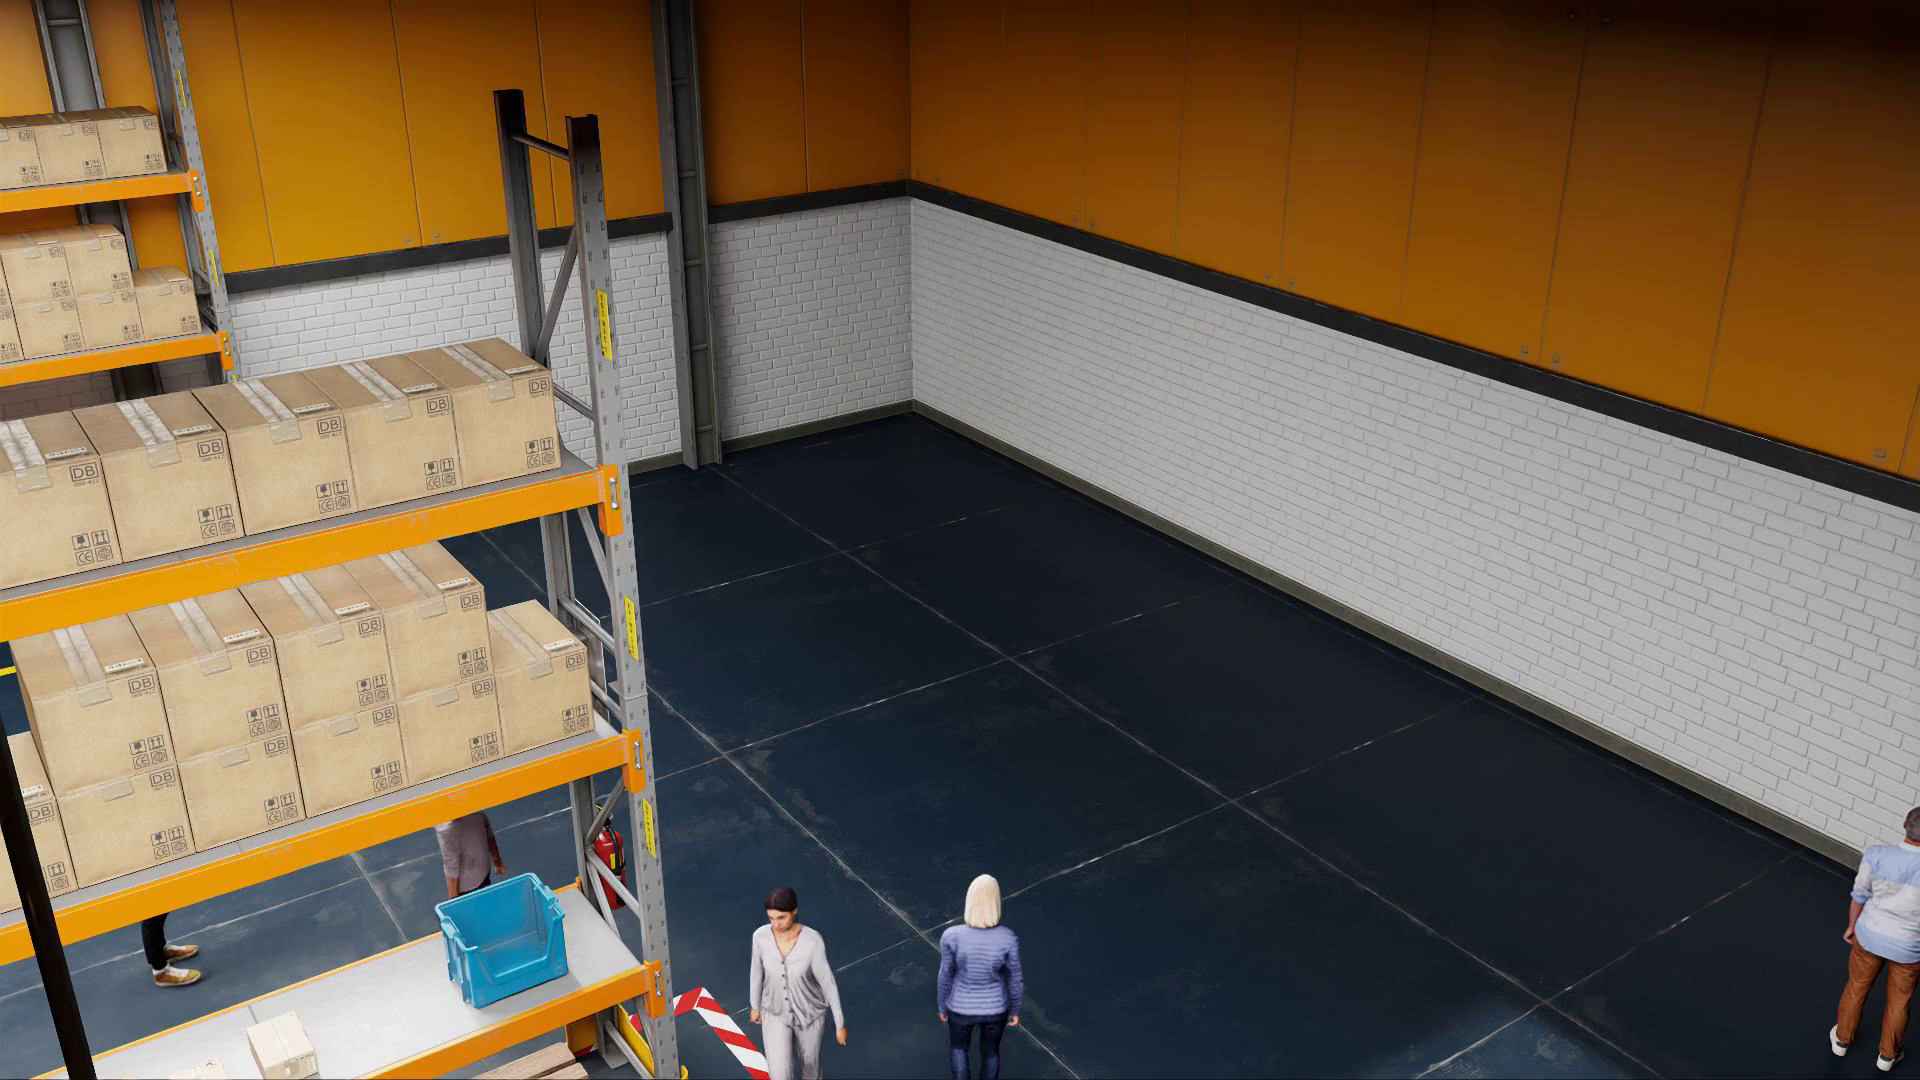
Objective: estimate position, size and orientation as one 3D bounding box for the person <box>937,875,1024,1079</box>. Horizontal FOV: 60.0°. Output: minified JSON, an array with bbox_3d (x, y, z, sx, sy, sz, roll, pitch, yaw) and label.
[{"bbox_3d":[0.104,2.744,9.671,0.886,1.733,0.935,1,24,2],"label":"person"}]

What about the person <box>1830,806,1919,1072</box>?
[{"bbox_3d":[5.752,2.438,10.254,0.753,1.828,0.702,16,28,32],"label":"person"}]

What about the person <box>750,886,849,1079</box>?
[{"bbox_3d":[-0.971,2.708,9.730,0.961,1.753,1.022,-1,24,-1],"label":"person"}]
